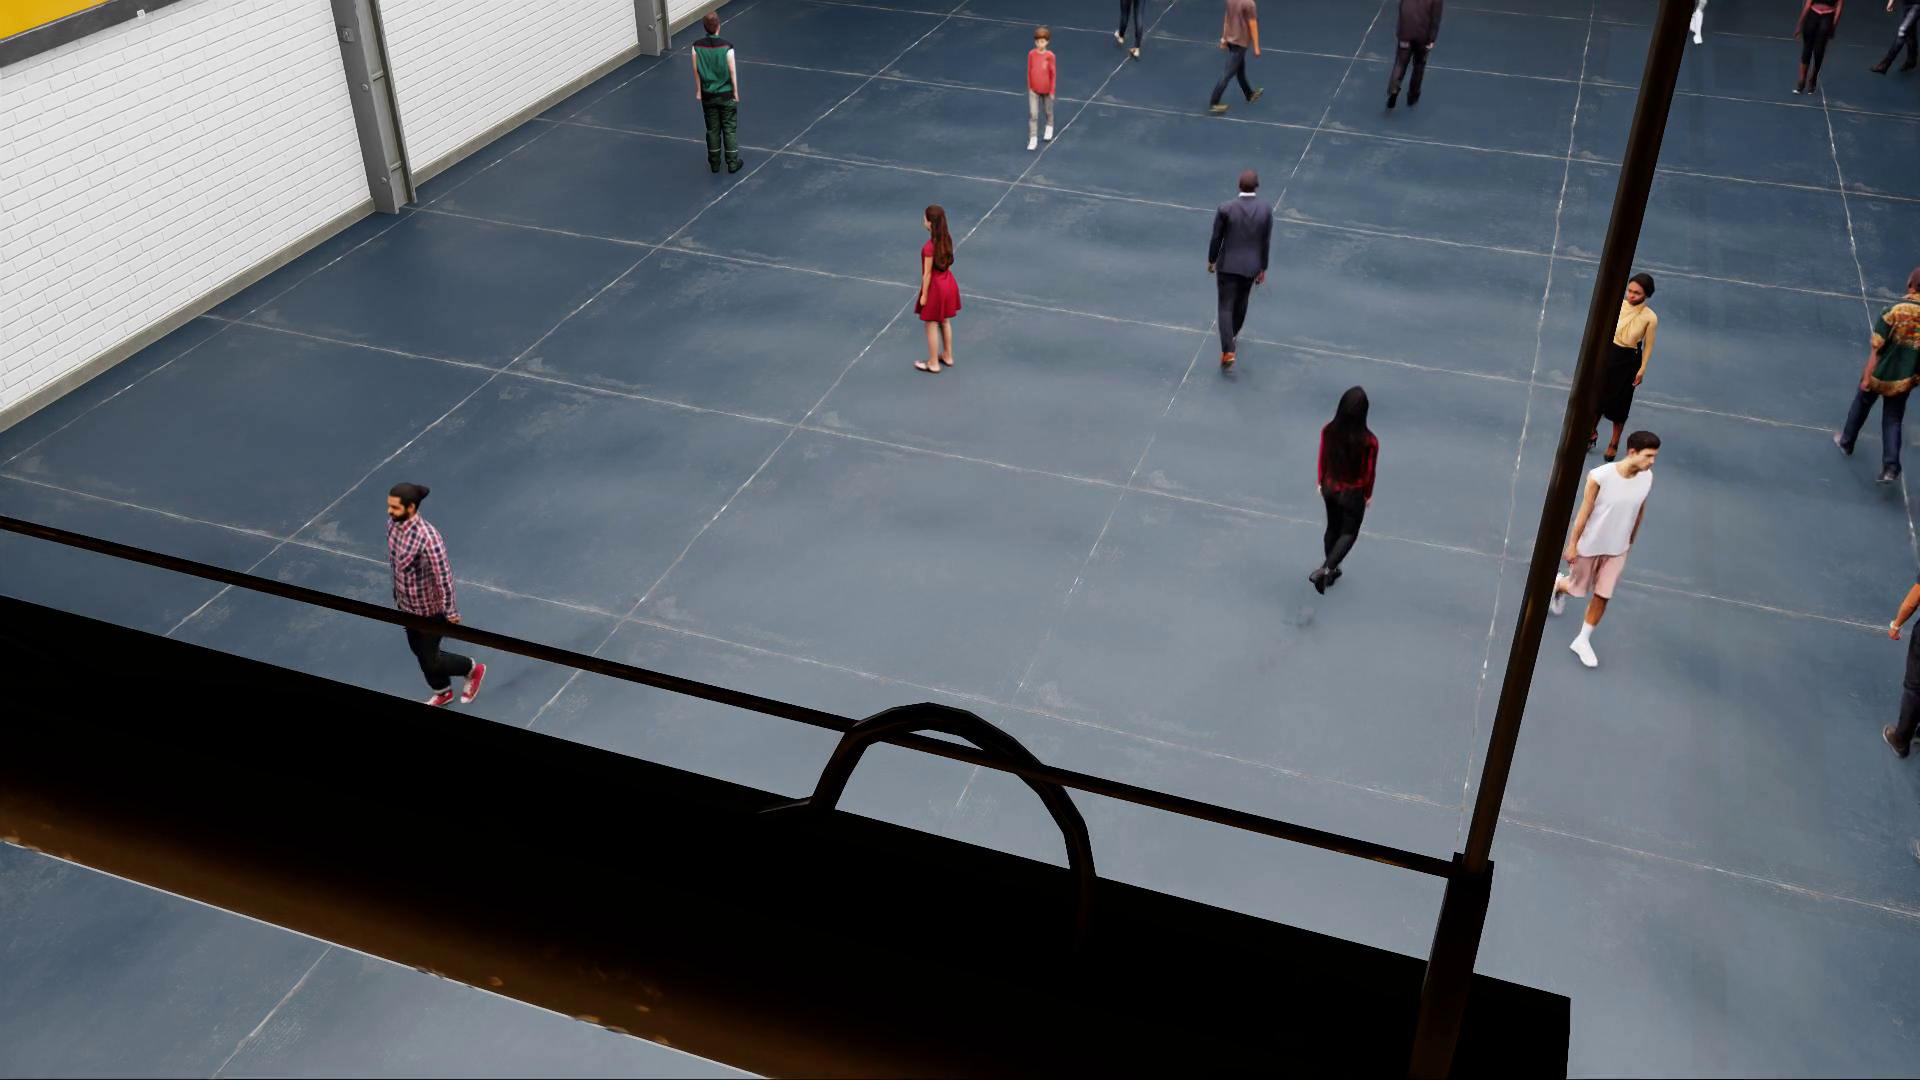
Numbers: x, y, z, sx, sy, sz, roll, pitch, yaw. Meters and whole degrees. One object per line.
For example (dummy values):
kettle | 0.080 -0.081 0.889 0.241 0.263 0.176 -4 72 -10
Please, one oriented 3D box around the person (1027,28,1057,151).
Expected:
person | 1.000 -5.417 19.884 0.538 1.385 0.941 10 35 15

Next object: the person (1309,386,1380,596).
person | 2.734 -0.302 11.954 0.720 1.644 0.884 22 40 30

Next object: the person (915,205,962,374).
person | -0.191 -2.268 14.998 0.686 1.549 0.614 21 39 29

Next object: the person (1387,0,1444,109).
person | 5.652 -6.262 20.769 0.775 1.813 1.039 16 37 23

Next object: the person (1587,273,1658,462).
person | 5.408 -1.412 13.615 0.645 1.653 0.656 26 41 33

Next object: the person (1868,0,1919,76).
person | 12.683 -7.072 21.965 1.128 1.838 1.130 -15 36 -21

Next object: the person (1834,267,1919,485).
person | 7.500 -1.287 13.313 0.929 1.780 1.273 2 34 4

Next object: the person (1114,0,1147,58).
person | 2.408 -7.461 22.631 0.972 1.747 1.140 -7 34 -11

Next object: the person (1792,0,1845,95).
person | 11.084 -6.651 21.413 0.696 1.747 0.712 26 42 33

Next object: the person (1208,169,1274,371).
person | 2.514 -2.425 15.003 0.971 1.805 1.270 -1 34 -1

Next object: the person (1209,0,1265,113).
person | 3.373 -6.145 20.674 1.188 1.724 1.086 -17 37 -24

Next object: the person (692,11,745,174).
person | -2.770 -5.123 19.028 0.704 1.842 0.673 3 34 4

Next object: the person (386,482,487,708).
person | -3.447 0.369 10.851 0.843 1.749 0.890 29 43 36

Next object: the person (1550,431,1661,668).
person | 4.371 -0.019 11.427 0.922 1.757 1.108 -2 34 -3

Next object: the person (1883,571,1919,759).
person | 6.160 0.655 10.393 0.735 1.779 0.676 5 34 7
